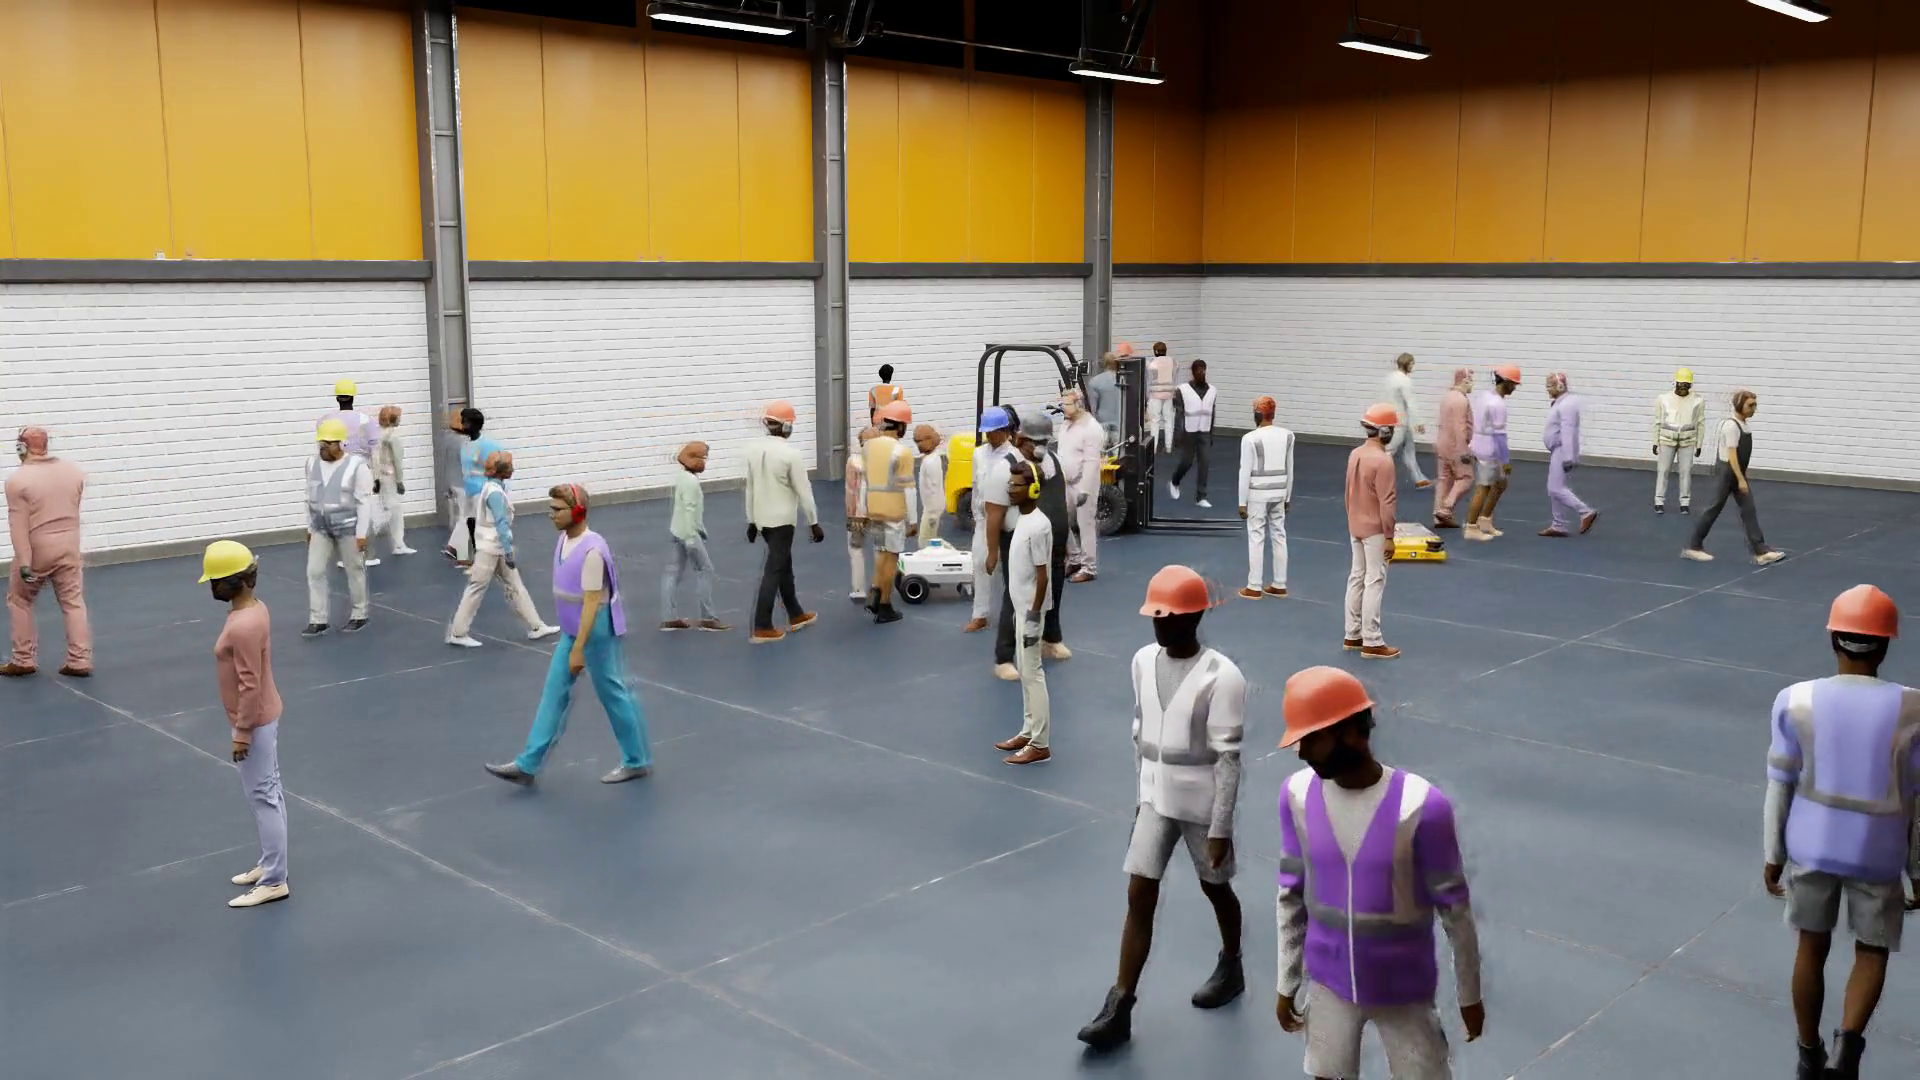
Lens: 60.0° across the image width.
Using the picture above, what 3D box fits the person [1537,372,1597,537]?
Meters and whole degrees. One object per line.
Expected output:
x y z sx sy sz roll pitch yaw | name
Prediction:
6.846 -0.951 18.751 0.562 1.875 0.685 3 10 15 | person

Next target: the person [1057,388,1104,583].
1.129 -0.518 16.071 0.450 1.887 0.660 -6 11 -33 | person

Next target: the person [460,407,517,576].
-4.717 -0.477 16.431 0.549 1.678 0.428 8 12 42 | person

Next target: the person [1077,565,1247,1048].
0.862 1.030 6.594 0.561 1.884 0.980 9 13 43 | person

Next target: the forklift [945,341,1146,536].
0.977 -1.223 19.452 2.313 2.155 1.214 2 9 11 | forklift

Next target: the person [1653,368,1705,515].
8.886 -1.219 20.580 0.597 1.825 0.403 3 10 19 | person

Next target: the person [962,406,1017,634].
0.388 -0.193 14.068 0.616 1.905 0.921 7 11 35 | person

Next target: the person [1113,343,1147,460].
2.469 -1.949 24.707 1.014 1.948 0.638 -8 12 -40 | person

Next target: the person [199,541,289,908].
-3.417 0.869 7.962 0.325 1.760 0.523 -3 10 -19 | person

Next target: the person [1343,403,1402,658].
3.246 -0.077 13.035 0.392 1.992 0.624 -2 10 -14 | person

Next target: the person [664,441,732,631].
-2.198 -0.030 13.918 0.662 1.601 0.529 -3 10 -20 | person

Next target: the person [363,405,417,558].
-6.079 -0.607 17.437 0.672 1.611 0.513 -7 12 -37 | person

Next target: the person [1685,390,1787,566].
7.969 -0.629 17.042 0.533 1.793 0.989 -8 12 -42 | person

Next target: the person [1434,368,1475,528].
5.766 -1.055 19.363 0.428 1.883 0.677 0 9 0 | person

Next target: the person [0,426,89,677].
-6.846 0.091 12.363 0.792 1.872 0.626 5 10 28 | person

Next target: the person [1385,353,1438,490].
6.086 -1.581 22.558 0.982 1.891 0.634 1 9 4 | person

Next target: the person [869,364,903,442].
-1.036 -1.634 23.521 0.531 1.694 0.320 3 10 19 | person

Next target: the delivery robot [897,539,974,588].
-0.213 0.233 15.255 0.707 0.478 0.477 -1 9 -8 | delivery robot

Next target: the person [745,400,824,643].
-1.393 -0.165 13.666 0.914 1.953 0.639 -9 13 -44 | person

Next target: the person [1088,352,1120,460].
2.050 -1.583 22.529 0.644 1.914 0.652 -3 10 -16 | person

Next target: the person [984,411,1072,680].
0.557 -0.017 12.530 0.814 2.000 0.582 -7 12 -38 | person

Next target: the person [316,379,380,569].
-6.187 -0.669 16.872 0.586 1.928 0.369 -3 10 -15 | person

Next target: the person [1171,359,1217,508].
2.989 -1.385 21.388 0.595 1.897 0.766 -4 10 -21 | person

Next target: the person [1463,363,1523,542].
5.890 -0.948 18.359 0.601 1.994 0.645 1 9 7 | person

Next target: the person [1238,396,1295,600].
2.803 -0.382 15.270 0.579 1.879 0.350 -4 10 -24 | person

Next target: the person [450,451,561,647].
-3.708 0.074 13.351 0.875 1.577 0.542 -2 9 -12 | person

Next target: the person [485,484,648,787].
-2.276 0.574 9.645 0.978 1.795 0.594 -6 11 -33 | person

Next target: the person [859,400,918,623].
-0.587 -0.237 14.259 0.567 1.913 0.428 8 12 40 | person

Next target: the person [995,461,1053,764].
0.402 0.441 10.238 0.321 1.873 0.532 -1 9 -7 | person

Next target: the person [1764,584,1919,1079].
3.151 1.118 5.940 0.548 1.918 0.588 6 11 33 | person

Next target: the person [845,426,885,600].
-0.835 -0.225 15.075 0.538 1.618 0.566 -4 10 -26 | person

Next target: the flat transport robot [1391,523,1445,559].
4.725 -0.006 17.874 0.652 0.197 1.431 1 9 3 | flat transport robot

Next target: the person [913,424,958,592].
-0.198 -0.291 15.515 0.591 1.609 0.552 0 9 0 | person

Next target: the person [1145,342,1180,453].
3.292 -2.345 27.420 0.626 1.842 0.429 -3 10 -19 | person

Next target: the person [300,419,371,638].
-5.169 -0.086 13.655 0.630 1.804 0.742 2 9 11 | person

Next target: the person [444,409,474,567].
-5.034 -0.527 16.937 0.361 1.623 0.501 -9 13 -43 | person

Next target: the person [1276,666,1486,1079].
1.275 1.306 4.902 0.736 1.884 0.450 6 11 32 | person
